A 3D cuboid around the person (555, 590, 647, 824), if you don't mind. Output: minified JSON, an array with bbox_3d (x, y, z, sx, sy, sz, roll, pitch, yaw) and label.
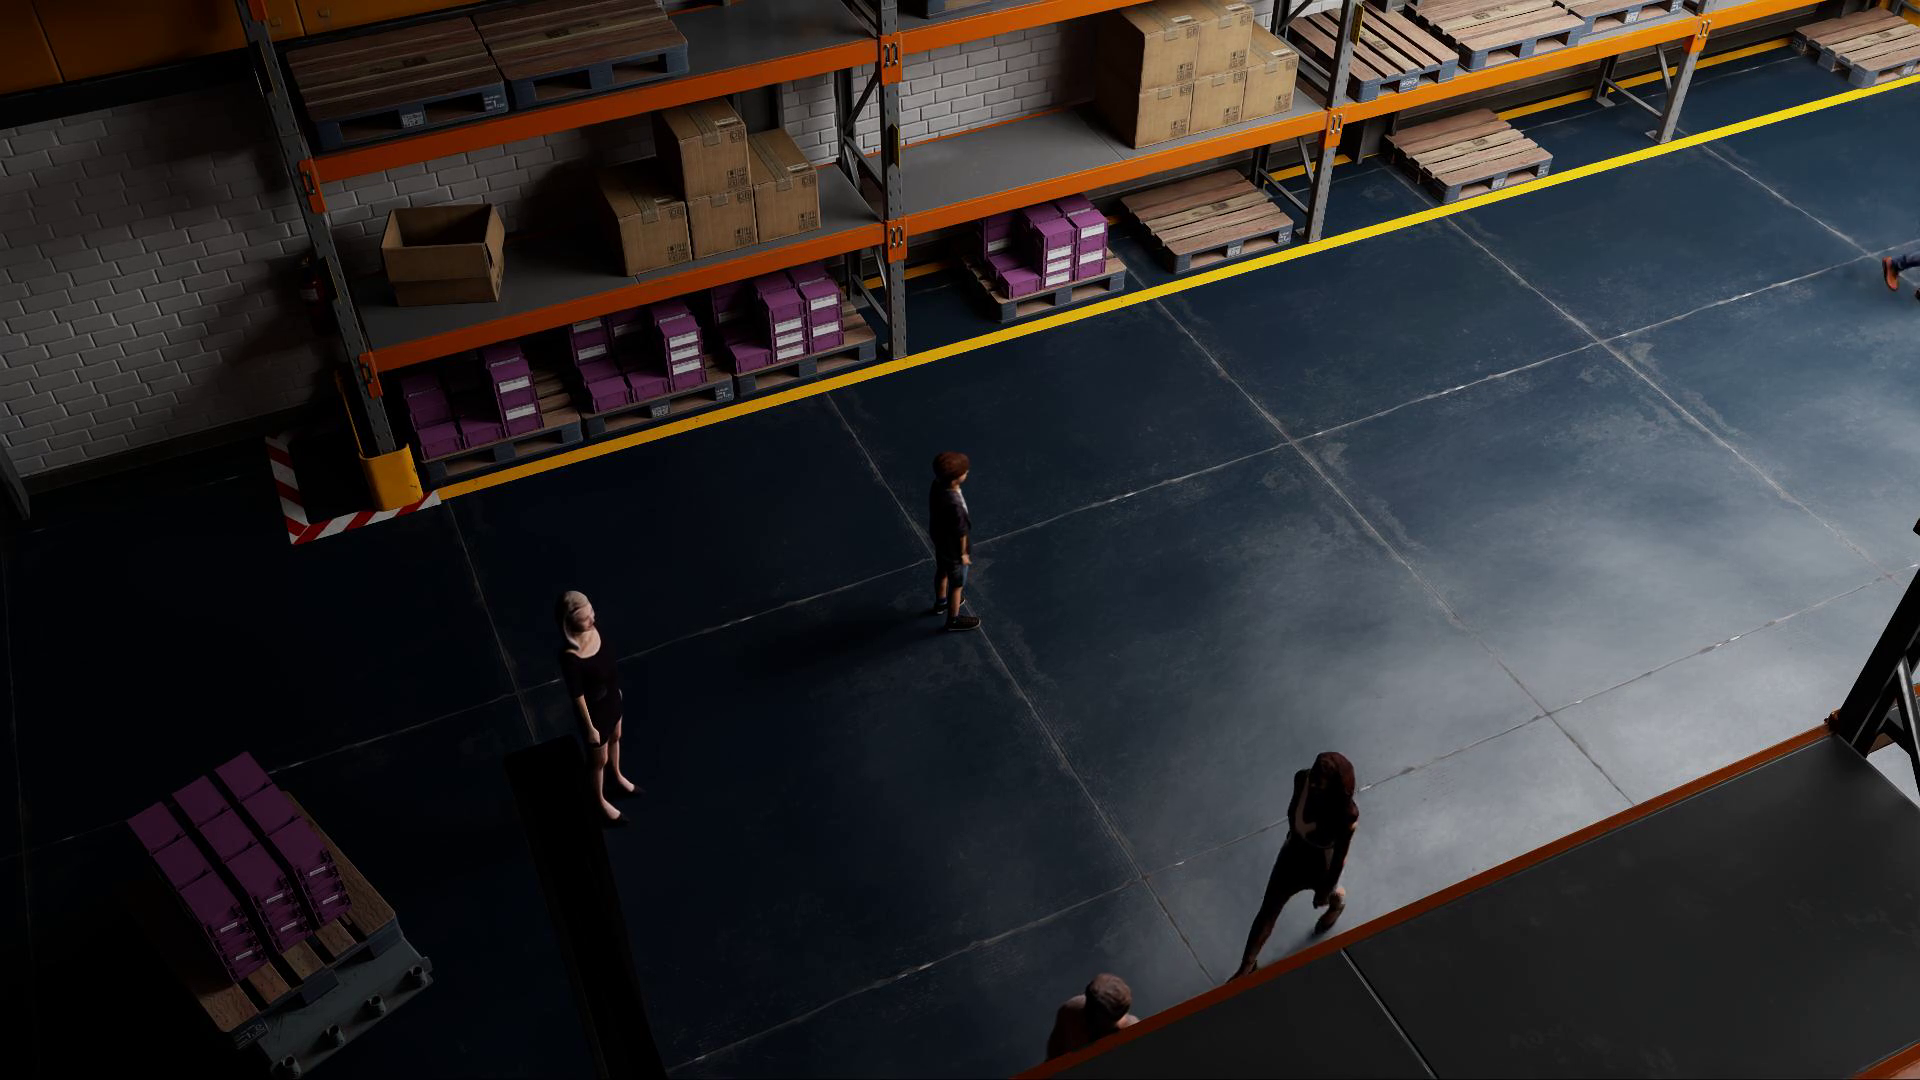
[{"bbox_3d":[-2.106,0.957,9.612,0.669,1.829,0.637,8,44,8],"label":"person"}]

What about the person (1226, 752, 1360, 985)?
[{"bbox_3d":[1.948,1.695,8.899,1.215,1.745,0.805,-30,51,-27],"label":"person"}]

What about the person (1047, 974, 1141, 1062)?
[{"bbox_3d":[0.649,2.593,7.863,0.773,1.874,0.798,22,48,21],"label":"person"}]

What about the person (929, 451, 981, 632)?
[{"bbox_3d":[-0.055,-0.003,10.897,0.500,1.446,0.526,-17,46,-17],"label":"person"}]
